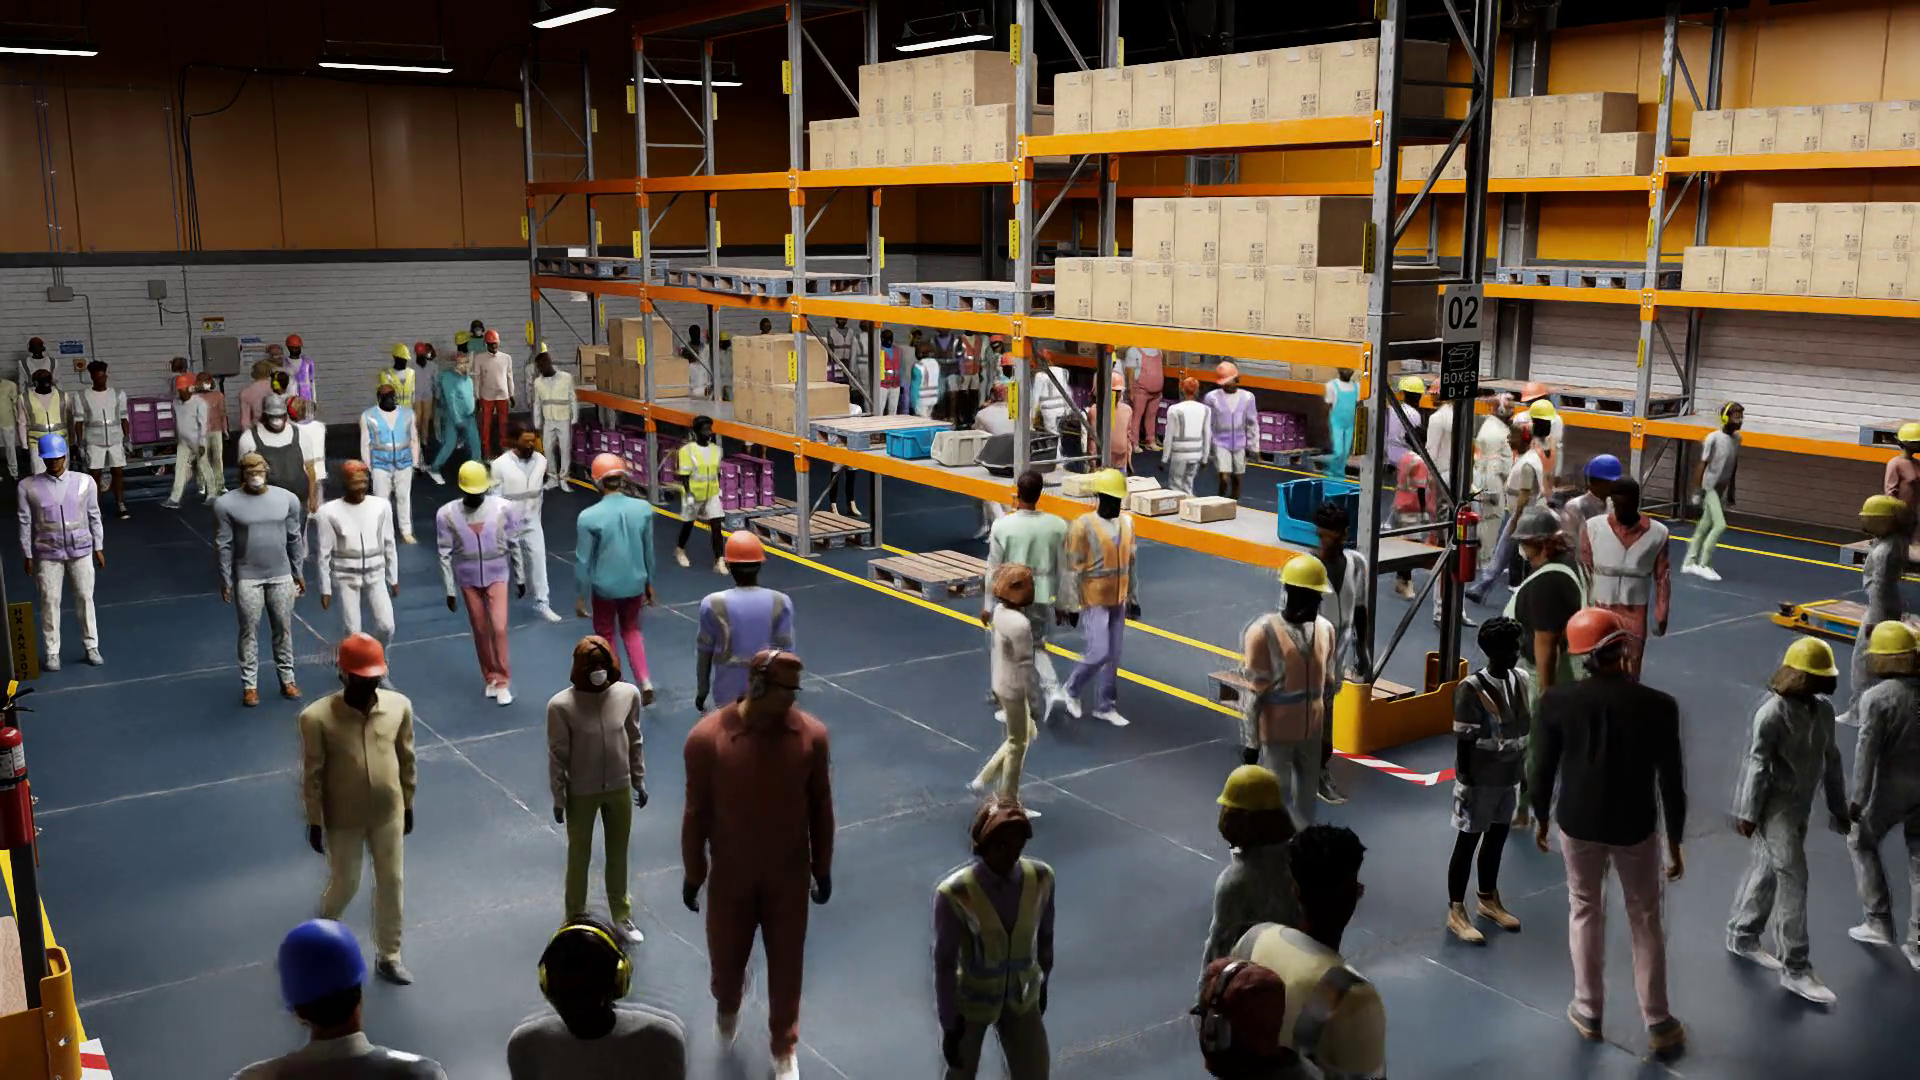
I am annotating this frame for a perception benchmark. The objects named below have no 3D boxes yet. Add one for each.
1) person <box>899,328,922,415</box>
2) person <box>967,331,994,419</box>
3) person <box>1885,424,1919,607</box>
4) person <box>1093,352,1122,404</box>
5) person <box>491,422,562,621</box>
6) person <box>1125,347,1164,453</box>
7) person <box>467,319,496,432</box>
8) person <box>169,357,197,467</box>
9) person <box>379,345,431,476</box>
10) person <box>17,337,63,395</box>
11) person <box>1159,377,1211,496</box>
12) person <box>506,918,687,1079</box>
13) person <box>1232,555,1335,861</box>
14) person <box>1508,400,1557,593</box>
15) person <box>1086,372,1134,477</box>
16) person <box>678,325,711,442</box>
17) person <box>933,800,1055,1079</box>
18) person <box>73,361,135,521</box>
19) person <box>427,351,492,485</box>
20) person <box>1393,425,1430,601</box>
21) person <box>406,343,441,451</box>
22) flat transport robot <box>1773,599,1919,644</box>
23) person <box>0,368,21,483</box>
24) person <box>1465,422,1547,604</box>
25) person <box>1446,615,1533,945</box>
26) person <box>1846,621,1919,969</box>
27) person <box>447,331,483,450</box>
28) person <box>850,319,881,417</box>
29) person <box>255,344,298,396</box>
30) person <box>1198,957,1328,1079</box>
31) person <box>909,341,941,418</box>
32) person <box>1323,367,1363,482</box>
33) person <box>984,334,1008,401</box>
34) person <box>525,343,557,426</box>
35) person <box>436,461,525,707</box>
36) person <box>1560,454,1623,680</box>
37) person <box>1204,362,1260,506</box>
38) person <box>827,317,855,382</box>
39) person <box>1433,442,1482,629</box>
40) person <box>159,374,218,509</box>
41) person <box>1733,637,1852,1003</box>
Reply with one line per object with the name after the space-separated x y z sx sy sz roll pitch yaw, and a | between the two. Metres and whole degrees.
-0.833 -2.611 27.750 0.601 1.827 0.715 -5 12 -23 | person
0.325 -3.017 29.615 0.628 1.919 0.617 0 11 2 | person
8.890 -0.216 15.672 0.535 1.766 0.331 -8 13 -34 | person
2.167 -1.895 24.258 0.534 1.767 0.313 -7 13 -34 | person
-4.090 -0.178 15.290 0.854 1.859 0.611 10 15 41 | person
2.945 -2.386 26.065 0.689 2.000 0.539 -7 13 -34 | person
-8.208 -2.797 28.425 0.636 1.938 0.358 -7 13 -34 | person
-11.441 -1.883 24.549 0.487 1.621 0.531 -3 12 -17 | person
-7.916 -1.814 23.574 1.038 1.867 0.607 10 15 41 | person
-13.808 -2.103 25.015 0.585 1.882 0.343 -7 13 -34 | person
2.607 -0.940 19.133 0.615 1.867 0.509 -5 12 -24 | person
-0.965 1.932 4.508 0.512 1.830 0.901 -2 11 -8 | person
1.775 1.011 9.010 0.605 1.905 0.503 -6 12 -27 | person
5.631 -0.416 16.273 0.595 1.925 0.370 -7 13 -34 | person
1.668 -0.858 18.356 0.624 1.993 0.385 -7 13 -34 | person
-4.357 -2.587 27.407 0.598 1.917 0.378 -7 13 -34 | person
0.145 1.739 6.095 0.542 1.591 0.865 -4 12 -21 | person
-10.405 -1.203 20.236 0.652 1.957 0.393 -9 14 -38 | person
-6.938 -1.673 22.878 0.892 1.864 0.633 4 12 22 | person
4.415 -0.270 16.218 0.316 1.667 0.717 0 11 1 | person
-8.504 -2.270 26.314 0.567 1.708 0.684 -8 14 -35 | person
7.978 0.746 14.577 0.652 0.197 1.431 -6 12 -27 | flat transport robot
-13.280 -1.638 22.972 0.574 1.749 0.333 -7 13 -34 | person
5.166 -0.210 15.549 0.979 1.789 0.588 2 11 11 | person
2.727 1.213 8.527 0.541 1.695 0.315 -7 13 -34 | person
4.678 1.254 8.272 0.582 1.699 0.579 -1 11 -6 | person
-7.907 -2.434 26.722 0.590 1.890 0.915 1 11 3 | person
-1.757 -3.139 30.368 0.600 1.861 0.783 -5 12 -24 | person
-9.630 -1.851 23.716 0.736 1.881 0.668 8 14 35 | person
0.762 1.984 4.188 0.764 1.849 0.672 7 13 33 | person
-0.556 -2.058 24.916 0.440 1.828 0.640 7 13 33 | person
5.109 -1.504 22.104 0.518 1.826 0.515 -3 12 -17 | person
0.598 -2.196 25.519 0.371 1.888 0.691 -5 12 -24 | person
-6.435 -2.171 25.669 0.534 1.767 0.313 -7 13 -34 | person
-3.619 0.326 12.595 0.611 1.873 0.743 -2 11 -12 | person
4.775 0.318 12.479 0.623 1.932 0.560 -7 13 -33 | person
3.184 -1.091 19.538 0.647 1.995 0.592 -1 11 -7 | person
-2.286 -3.447 31.991 0.572 1.844 0.376 -7 13 -34 | person
4.480 -0.059 14.888 0.574 1.749 0.333 -7 13 -34 | person
-9.796 -1.251 21.096 0.575 1.702 0.807 4 12 18 | person
4.065 1.317 7.959 0.491 1.717 0.768 -6 13 -30 | person
